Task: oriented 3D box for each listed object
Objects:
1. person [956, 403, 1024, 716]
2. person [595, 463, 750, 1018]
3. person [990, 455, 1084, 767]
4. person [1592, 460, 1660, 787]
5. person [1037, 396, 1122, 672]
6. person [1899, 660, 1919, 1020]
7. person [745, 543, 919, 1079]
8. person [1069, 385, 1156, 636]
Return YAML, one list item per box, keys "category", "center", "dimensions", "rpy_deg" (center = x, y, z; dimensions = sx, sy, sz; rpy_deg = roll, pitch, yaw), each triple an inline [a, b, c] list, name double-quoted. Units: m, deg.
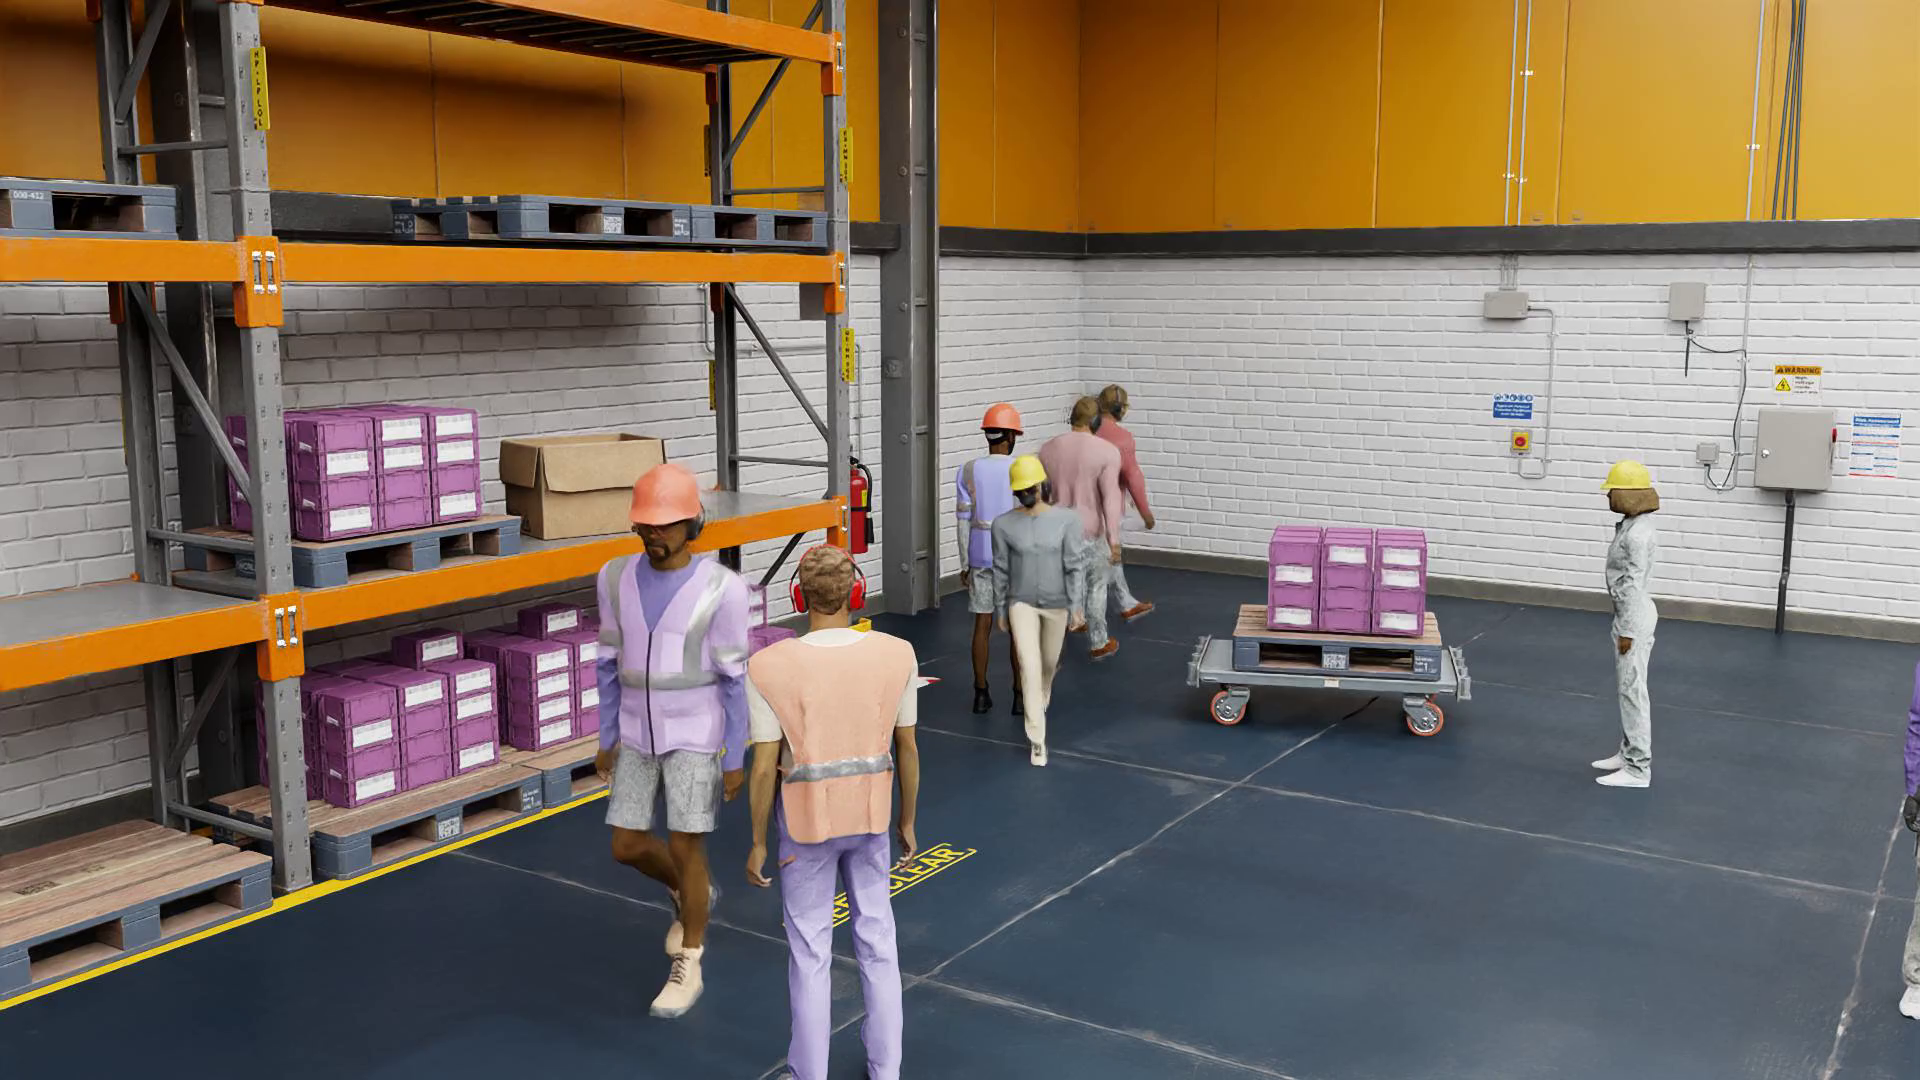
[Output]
- category: "person"
  center: [0.252, 0.123, 10.283]
  dimensions: [0.542, 1.929, 0.374]
  rpy_deg: [2, 9, 15]
- category: "person"
  center: [-1.045, 0.711, 6.146]
  dimensions: [0.627, 2.023, 0.532]
  rpy_deg: [3, 9, 20]
- category: "person"
  center: [0.429, 0.347, 9.498]
  dimensions: [0.520, 1.716, 0.895]
  rpy_deg: [0, 9, -3]
- category: "person"
  center: [3.542, 0.439, 8.866]
  dimensions: [0.335, 1.735, 0.484]
  rpy_deg: [3, 9, 18]
- category: "person"
  center: [0.831, -0.044, 11.481]
  dimensions: [0.739, 1.881, 0.960]
  rpy_deg: [5, 10, 30]
- category: "person"
  center: [3.636, 0.946, 5.912]
  dimensions: [0.513, 1.631, 0.318]
  rpy_deg: [6, 10, 33]
- category: "person"
  center: [-0.396, 0.931, 5.304]
  dimensions: [0.572, 1.840, 0.373]
  rpy_deg: [-4, 9, -22]
- category: "person"
  center: [1.212, -0.230, 12.669]
  dimensions: [0.949, 1.895, 0.641]
  rpy_deg: [-5, 10, -28]
